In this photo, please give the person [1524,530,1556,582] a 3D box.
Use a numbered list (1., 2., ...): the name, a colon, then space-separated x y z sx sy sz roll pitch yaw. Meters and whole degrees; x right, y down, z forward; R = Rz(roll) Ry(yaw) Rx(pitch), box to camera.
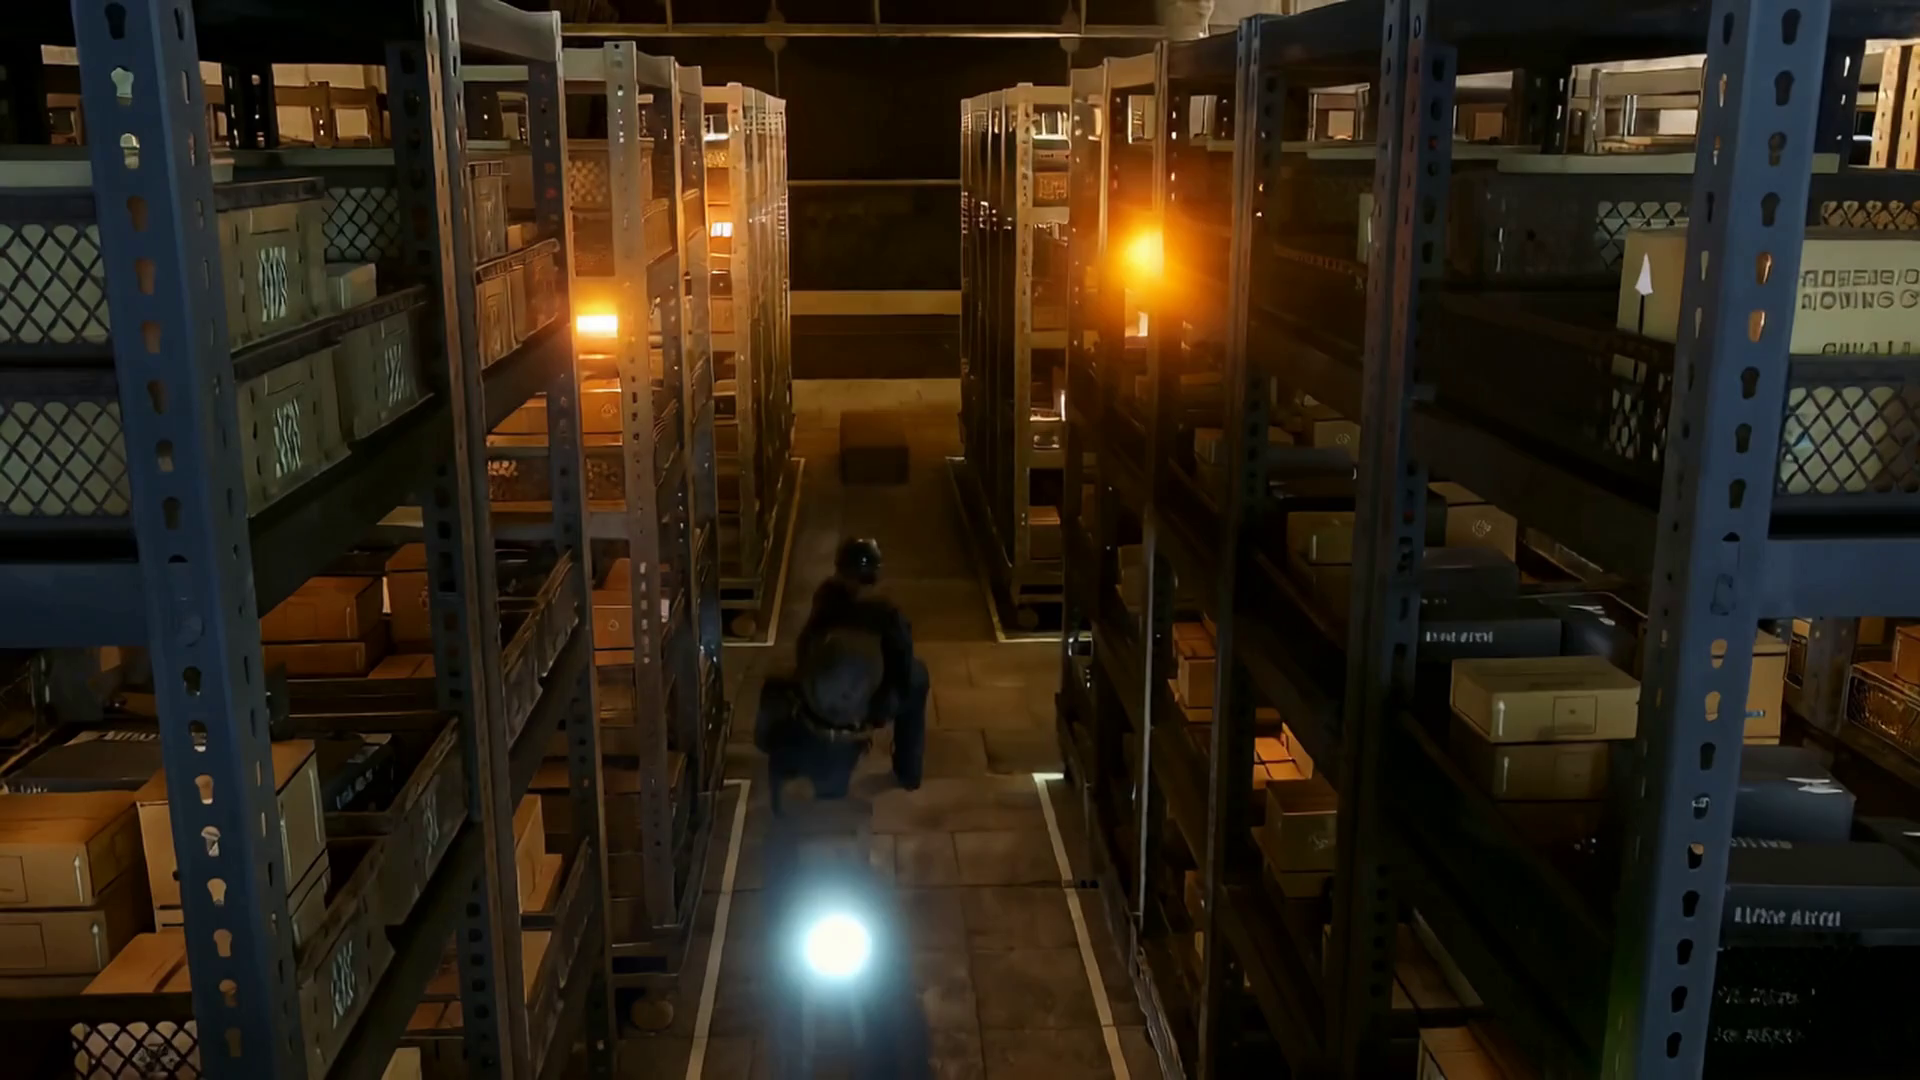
1. person: 3.613 -0.115 10.518 0.985 1.789 0.595 1 14 5
